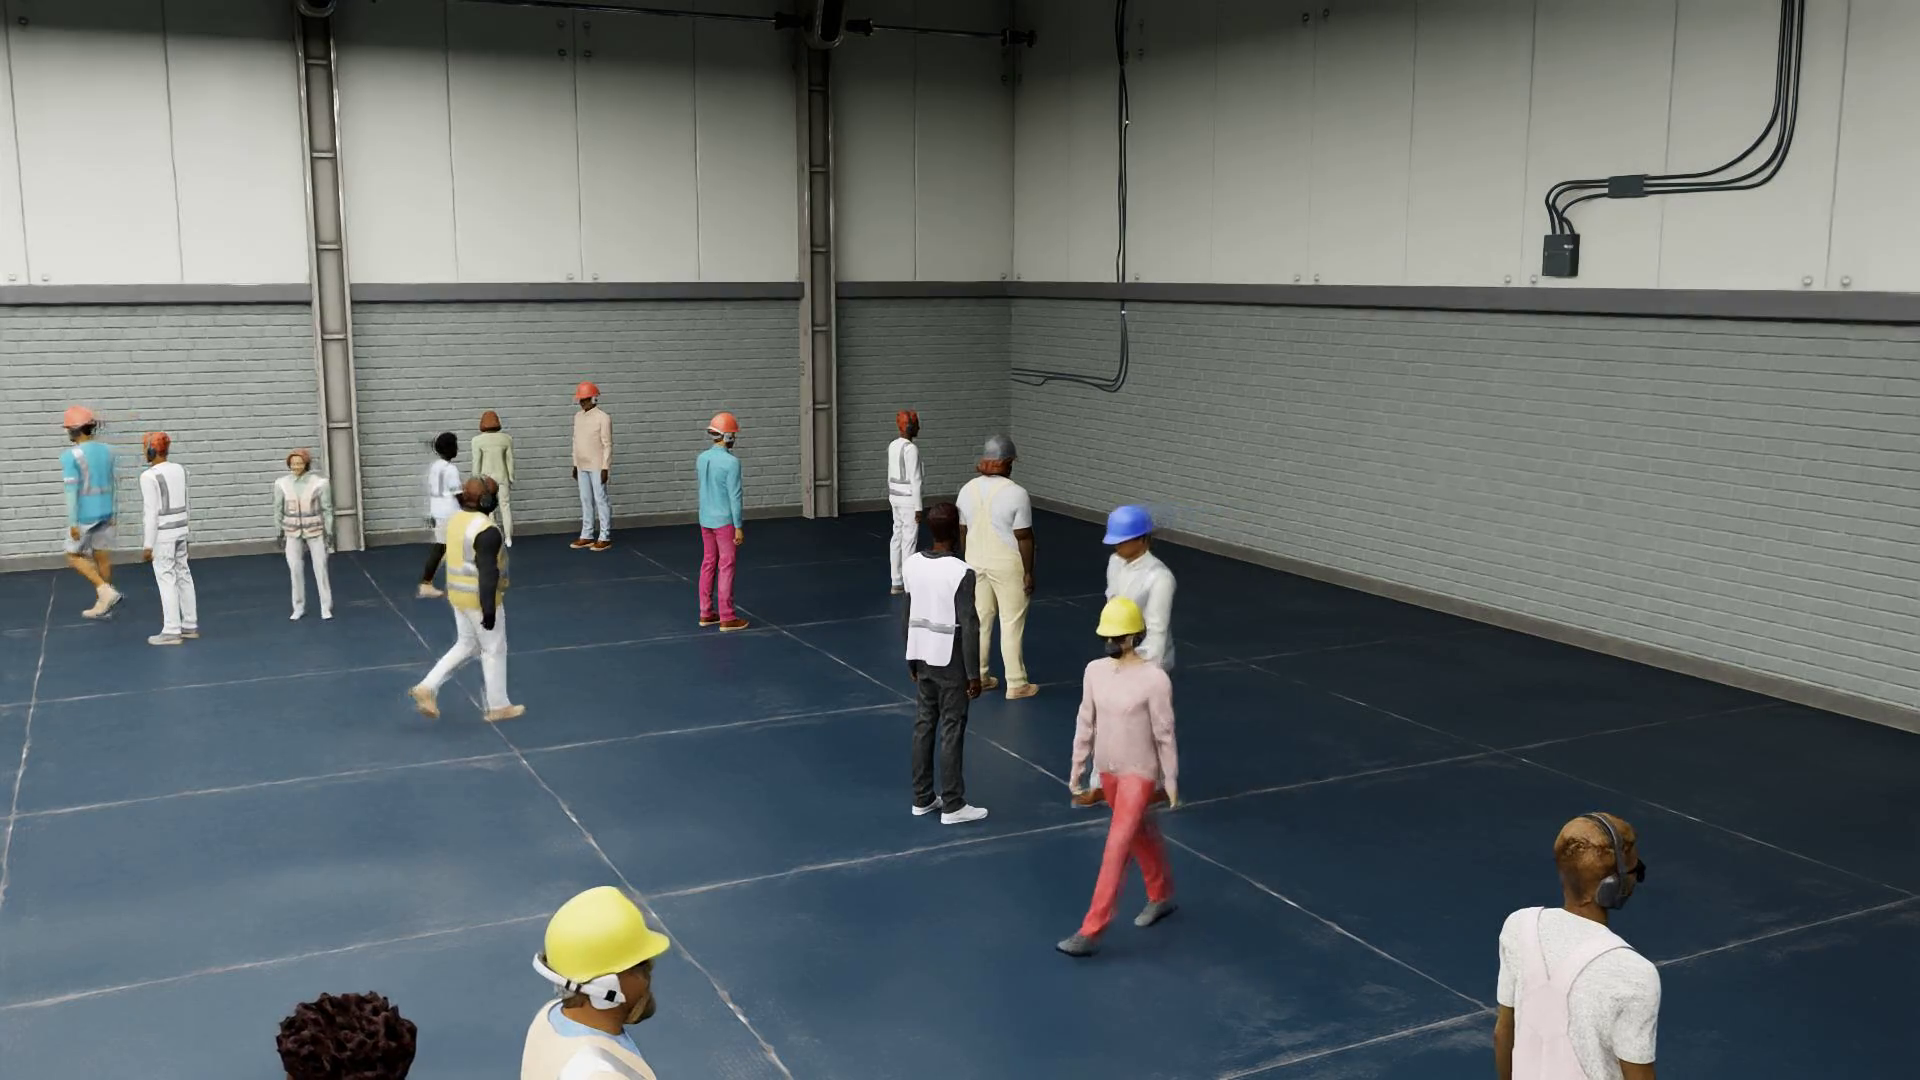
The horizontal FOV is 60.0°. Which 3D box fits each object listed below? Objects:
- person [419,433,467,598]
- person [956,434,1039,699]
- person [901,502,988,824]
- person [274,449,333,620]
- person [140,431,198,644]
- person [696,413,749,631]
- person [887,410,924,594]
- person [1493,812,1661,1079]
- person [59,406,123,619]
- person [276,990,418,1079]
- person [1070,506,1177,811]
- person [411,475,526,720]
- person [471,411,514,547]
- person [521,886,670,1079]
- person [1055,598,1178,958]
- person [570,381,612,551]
[{"bbox_3d":[-5.135,-0.257,16.784,0.824,1.657,0.540,-5,11,-30],"label":"person"},{"bbox_3d":[0.330,0.193,12.841,0.684,2.000,0.538,7,12,38],"label":"person"},{"bbox_3d":[-0.108,0.729,9.912,0.378,1.917,0.598,-9,13,-43],"label":"person"},{"bbox_3d":[-6.143,-0.045,15.590,0.522,1.624,0.329,-1,9,-8],"label":"person"},{"bbox_3d":[-6.986,-0.023,14.654,0.337,1.882,0.584,1,9,9],"label":"person"},{"bbox_3d":[-2.173,-0.169,15.262,0.414,1.985,0.611,-9,13,-44],"label":"person"},{"bbox_3d":[-0.528,-0.362,16.749,0.355,1.882,0.575,-5,10,-28],"label":"person"},{"bbox_3d":[1.686,1.637,4.543,0.341,1.846,0.510,-5,11,-31],"label":"person"},{"bbox_3d":[-8.116,-0.239,15.554,0.503,2.031,0.624,3,10,16],"label":"person"},{"bbox_3d":[-1.104,1.798,3.175,0.367,1.967,0.601,2,9,10],"label":"person"},{"bbox_3d":[0.990,0.733,9.947,0.751,1.898,0.644,-6,11,-32],"label":"person"},{"bbox_3d":[-3.563,0.441,12.001,0.736,1.820,0.638,-8,12,-41],"label":"person"},{"bbox_3d":[-5.517,-0.710,19.657,0.507,1.631,0.274,-7,11,-35],"label":"person"},{"bbox_3d":[-0.837,1.725,4.027,0.404,1.837,0.590,-5,10,-27],"label":"person"},{"bbox_3d":[0.773,1.126,8.068,0.931,1.715,0.543,-8,12,-42],"label":"person"},{"bbox_3d":[-4.339,-0.872,19.546,0.611,1.994,0.379,7,11,35],"label":"person"}]
